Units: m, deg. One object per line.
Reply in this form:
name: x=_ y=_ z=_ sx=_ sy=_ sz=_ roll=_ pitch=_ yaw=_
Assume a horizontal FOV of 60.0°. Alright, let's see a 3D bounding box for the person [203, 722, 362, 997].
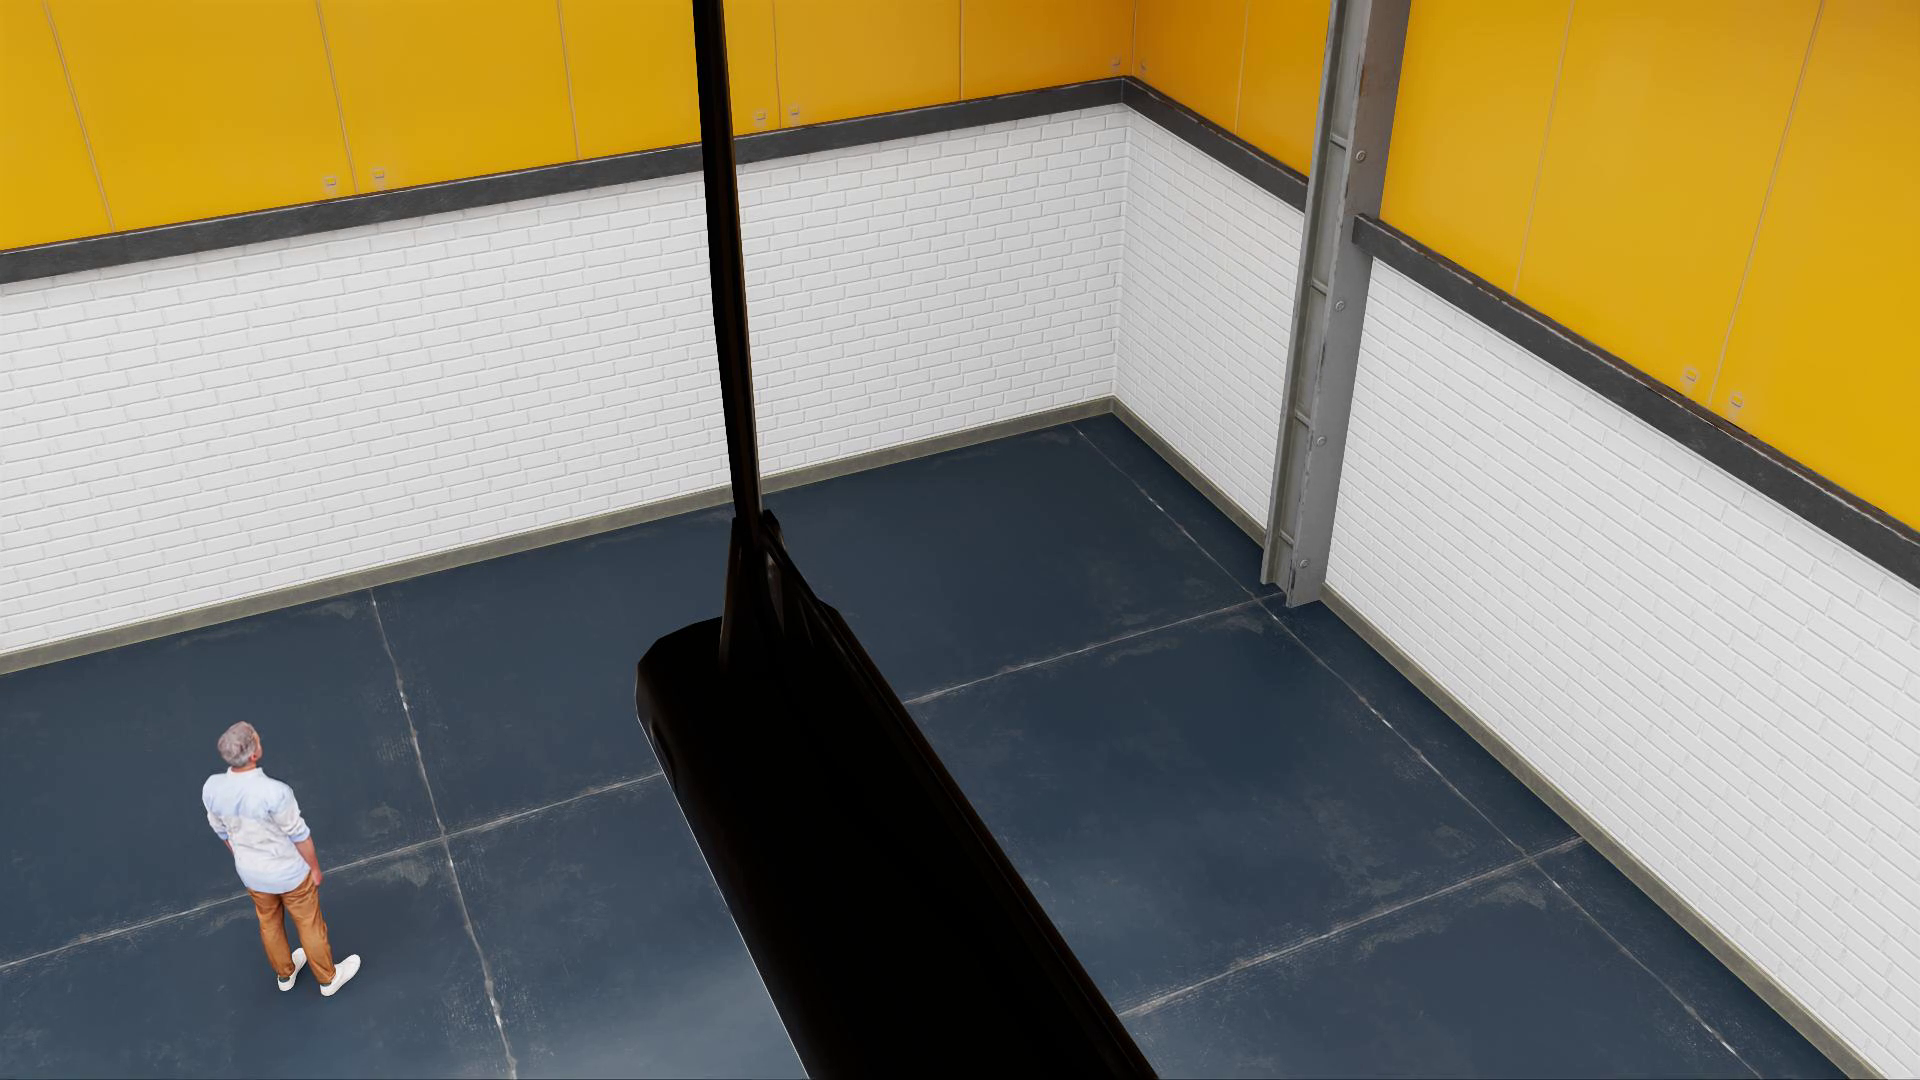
person: x=-3.664 y=1.722 z=8.890 sx=0.767 sy=1.827 sz=0.789 roll=6 pitch=34 yaw=9
